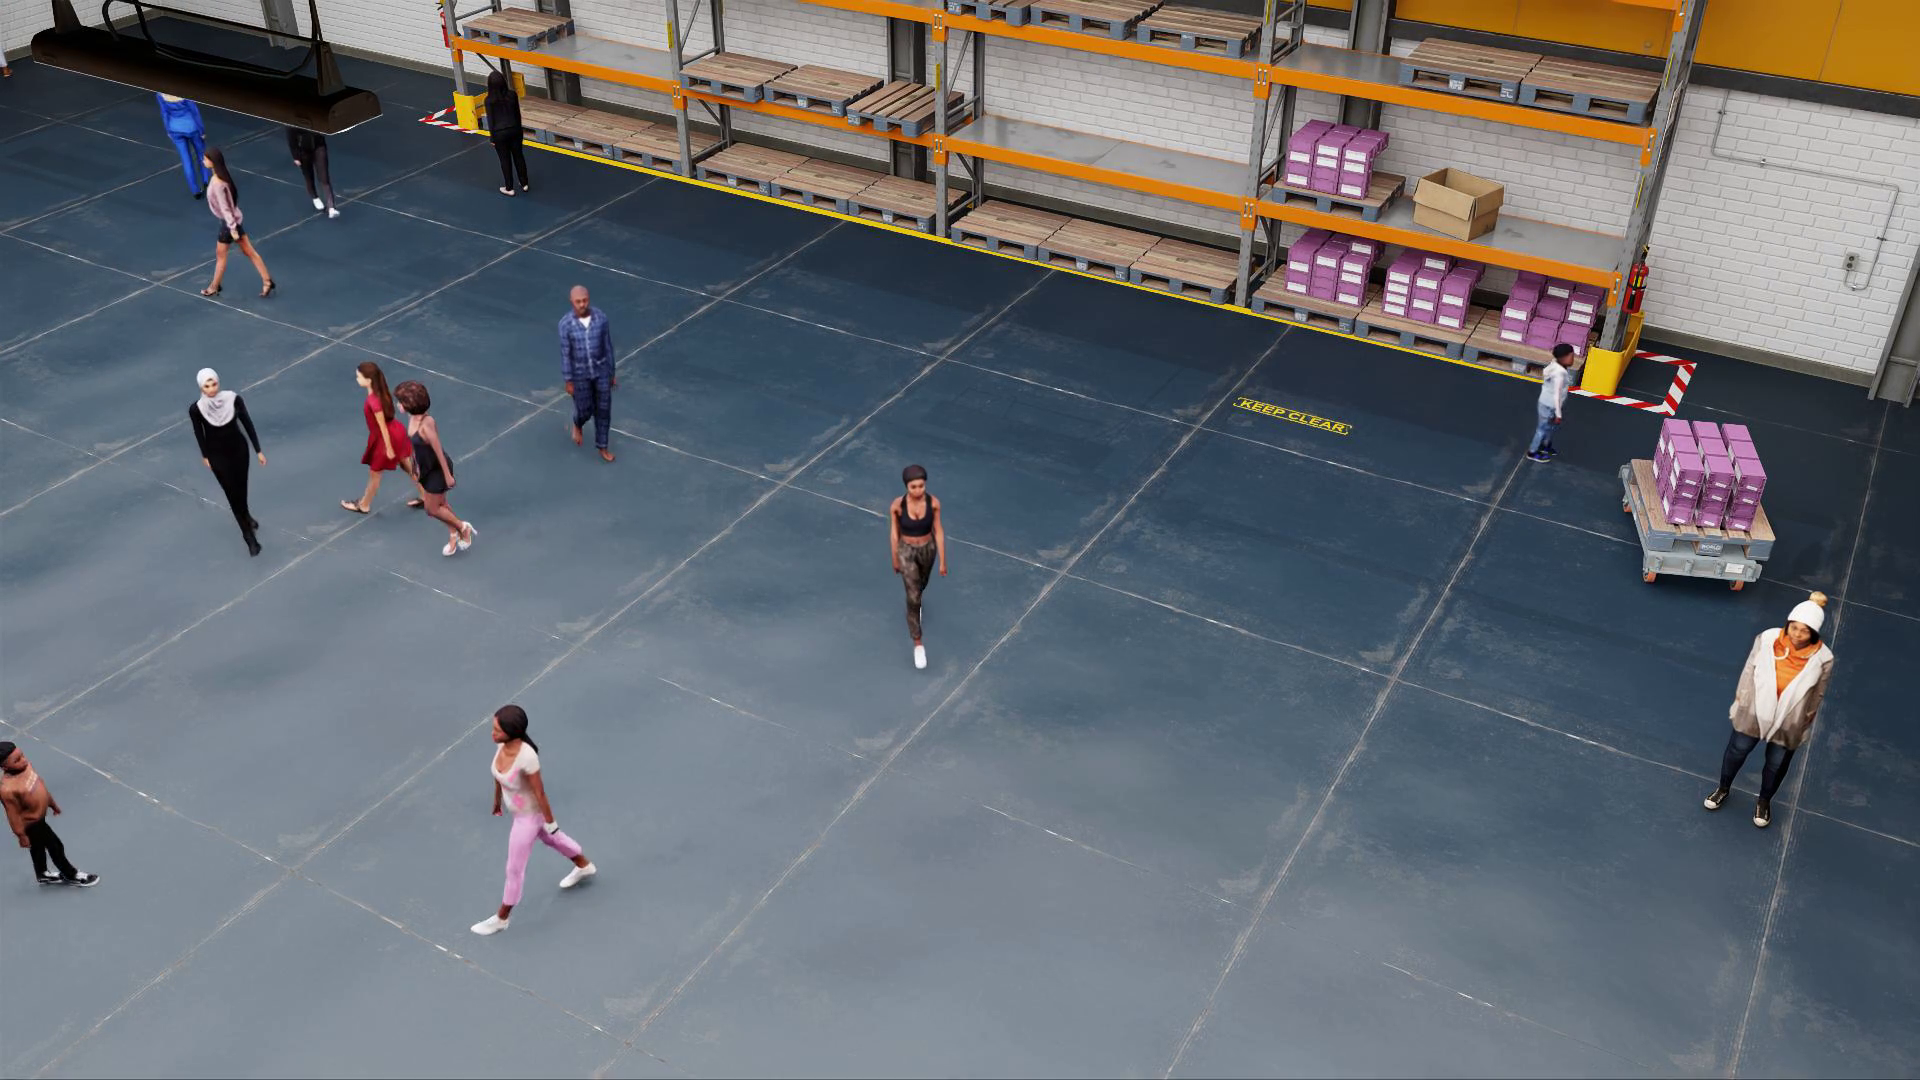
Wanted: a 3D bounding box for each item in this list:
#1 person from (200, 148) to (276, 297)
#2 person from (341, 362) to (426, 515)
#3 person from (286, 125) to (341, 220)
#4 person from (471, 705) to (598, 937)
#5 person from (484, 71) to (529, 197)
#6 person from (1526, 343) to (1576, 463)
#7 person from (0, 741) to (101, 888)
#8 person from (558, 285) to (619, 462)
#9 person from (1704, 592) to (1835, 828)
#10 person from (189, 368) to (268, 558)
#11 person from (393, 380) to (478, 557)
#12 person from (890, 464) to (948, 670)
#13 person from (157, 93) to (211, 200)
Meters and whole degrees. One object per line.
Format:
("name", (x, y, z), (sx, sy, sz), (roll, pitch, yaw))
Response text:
("person", (-8.145, -3.553, 18.839), (1.143, 1.775, 1.054), (-7, 34, -10))
("person", (-5.120, -0.912, 15.117), (1.084, 1.497, 0.957), (-5, 34, -8))
("person", (-8.229, -4.896, 20.979), (0.971, 1.641, 1.226), (-20, 39, -27))
("person", (-2.756, 1.759, 10.928), (0.971, 1.685, 1.185), (-23, 40, -30))
("person", (-5.882, -5.283, 21.583), (0.708, 1.617, 0.710), (-28, 43, -35))
("person", (5.622, -1.332, 15.972), (0.588, 1.249, 0.554), (9, 35, 14))
("person", (-6.303, 1.858, 11.175), (0.790, 1.245, 0.716), (-4, 34, -6))
("person", (-3.582, -1.637, 15.927), (0.871, 1.806, 0.969), (-19, 38, -26))
("person", (5.713, 1.164, 11.636), (0.583, 1.891, 0.750), (19, 38, 26))
("person", (-6.472, -0.766, 14.682), (0.952, 1.734, 1.217), (-24, 40, -31))
("person", (-4.480, -0.617, 14.425), (0.774, 1.770, 0.704), (-24, 40, -31))
("person", (-0.352, 0.091, 13.460), (1.147, 1.660, 1.132), (-5, 34, -8))
("person", (-9.978, -5.204, 21.401), (0.827, 1.688, 0.888), (-7, 34, -11))
